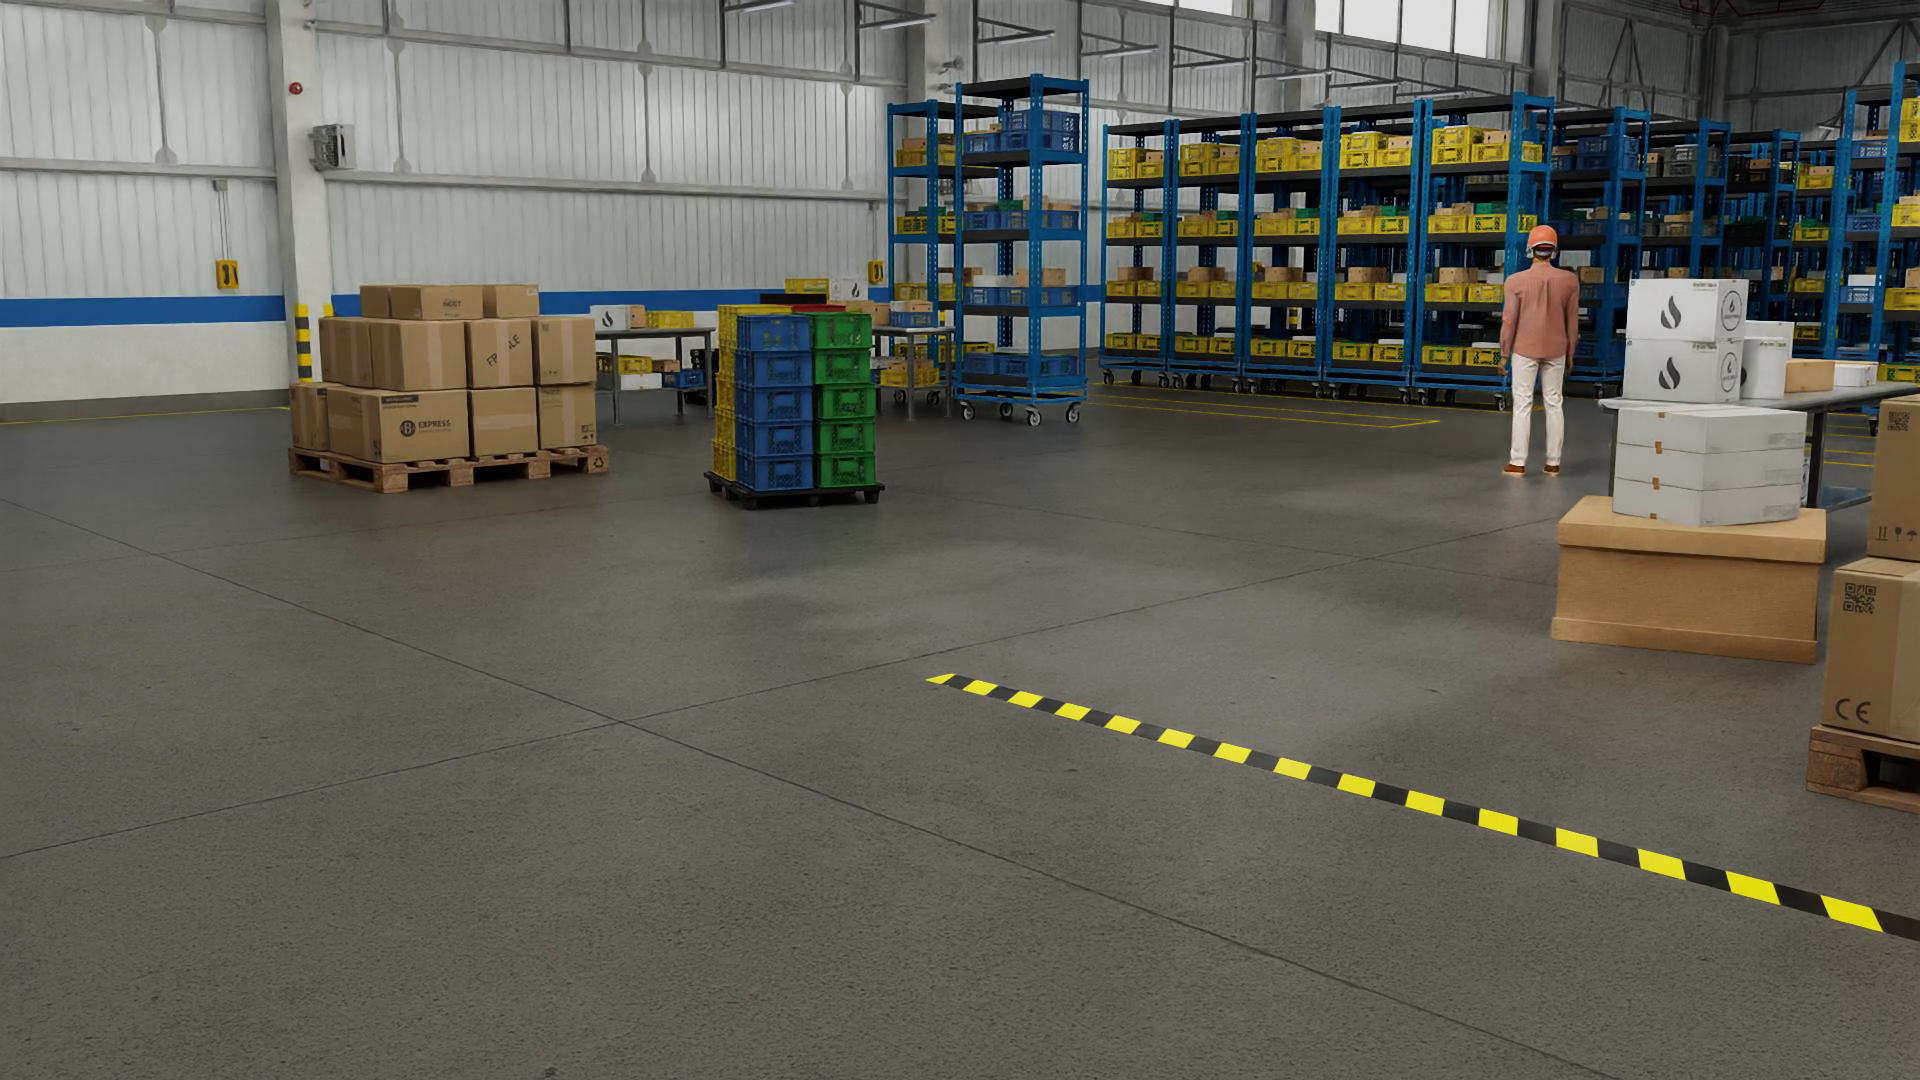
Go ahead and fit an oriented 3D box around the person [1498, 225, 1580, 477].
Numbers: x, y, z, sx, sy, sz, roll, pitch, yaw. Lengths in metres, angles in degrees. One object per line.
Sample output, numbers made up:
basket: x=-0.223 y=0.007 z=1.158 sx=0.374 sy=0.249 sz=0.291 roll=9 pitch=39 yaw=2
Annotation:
person: x=4.585 y=-1.487 z=13.209 sx=0.611 sy=1.996 sz=0.379 roll=0 pitch=9 yaw=2
